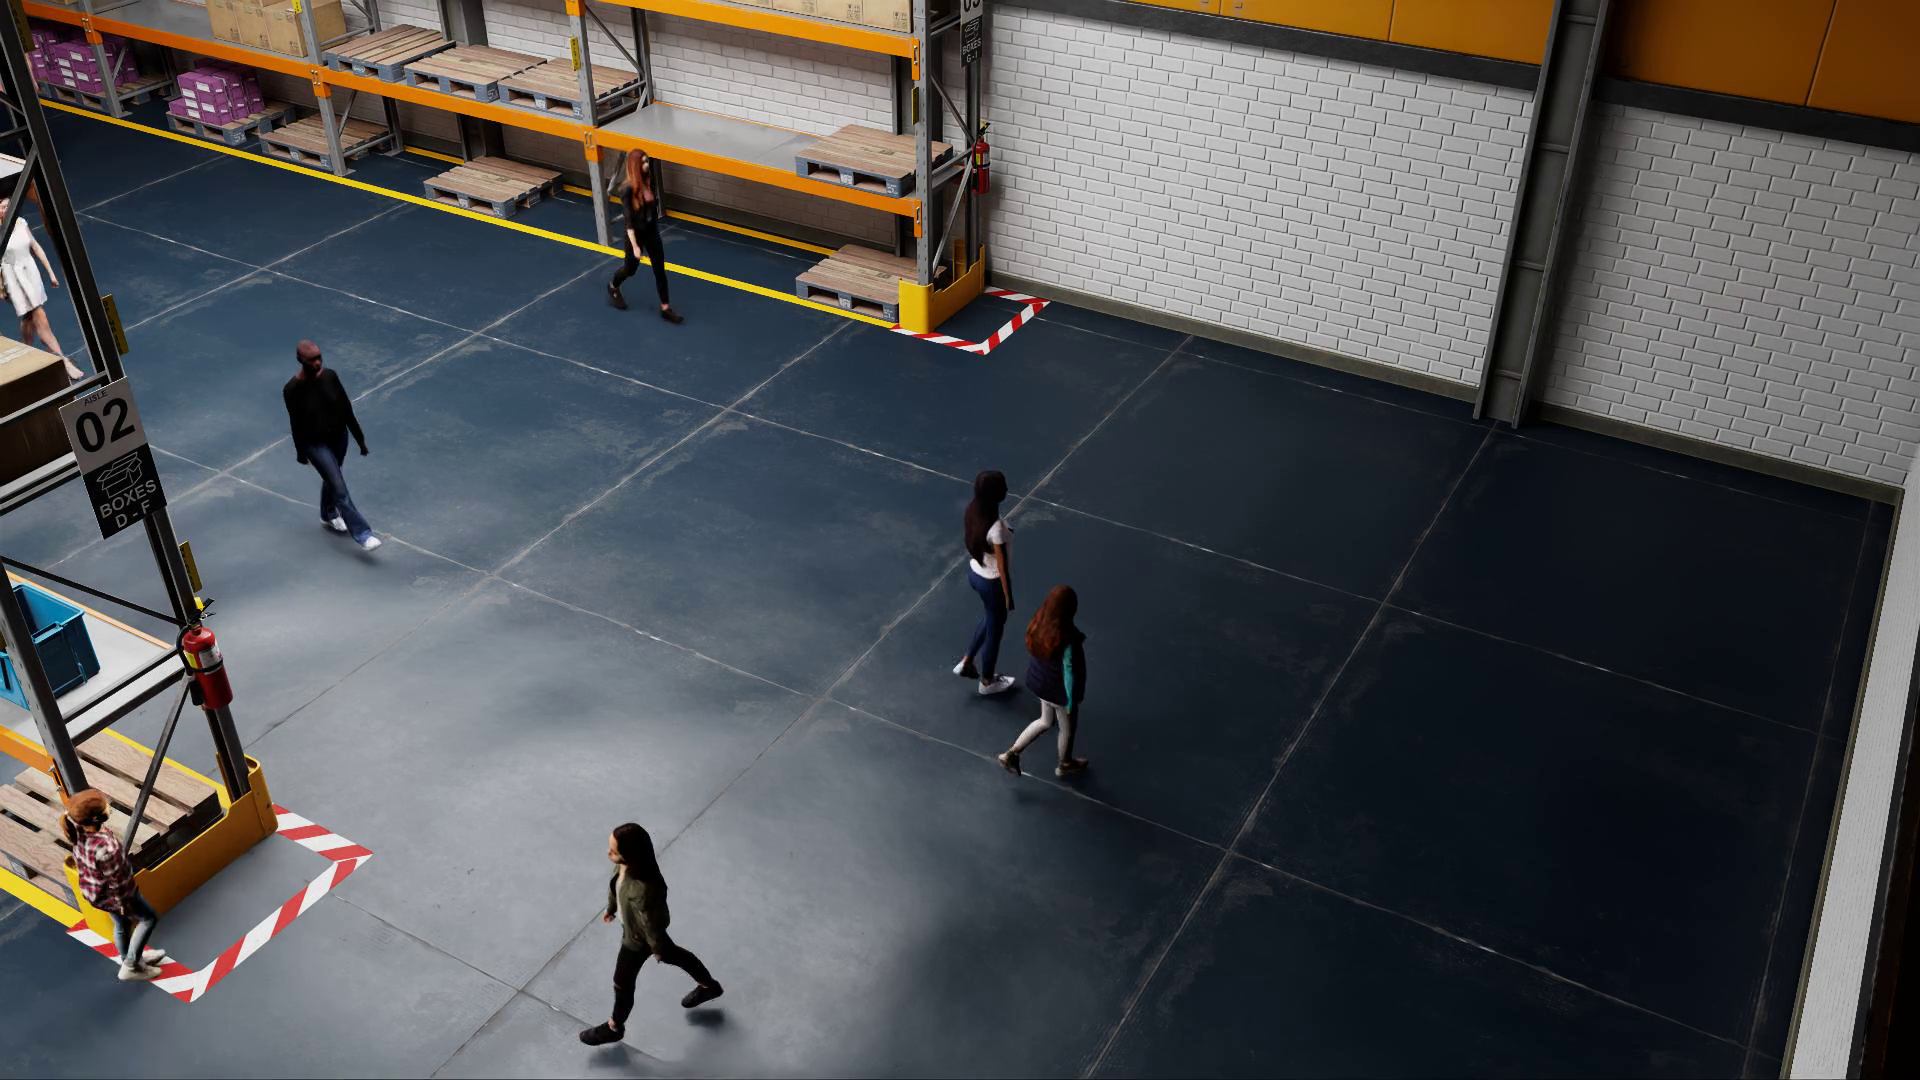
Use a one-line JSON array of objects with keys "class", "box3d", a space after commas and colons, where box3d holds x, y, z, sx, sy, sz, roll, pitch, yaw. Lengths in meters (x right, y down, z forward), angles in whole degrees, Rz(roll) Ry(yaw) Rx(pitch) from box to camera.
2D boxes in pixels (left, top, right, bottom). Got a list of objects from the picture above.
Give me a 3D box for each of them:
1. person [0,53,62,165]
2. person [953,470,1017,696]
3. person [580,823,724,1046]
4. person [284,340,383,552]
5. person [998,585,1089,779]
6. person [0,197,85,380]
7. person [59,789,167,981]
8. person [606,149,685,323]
[{"class": "person", "box3d": [-10.869, -5.219, 19.140, 0.703, 1.958, 0.705, -19, 38, -26]}, {"class": "person", "box3d": [0.116, 0.318, 10.982, 0.829, 1.768, 0.765, -14, 36, -20]}, {"class": "person", "box3d": [-1.589, 2.020, 8.717, 1.053, 1.440, 1.010, -10, 35, -14]}, {"class": "person", "box3d": [-4.877, -0.758, 12.658, 1.147, 1.703, 0.712, 23, 40, 31]}, {"class": "person", "box3d": [0.542, 0.923, 10.330, 0.895, 1.482, 0.889, -14, 36, -21]}, {"class": "person", "box3d": [-8.470, -2.288, 14.930, 1.062, 1.738, 0.706, 14, 36, 19]}, {"class": "person", "box3d": [-4.659, 1.918, 9.000, 0.480, 1.296, 0.608, 23, 40, 31]}, {"class": "person", "box3d": [-3.125, -2.915, 15.924, 1.167, 1.680, 0.700, 23, 40, 30]}]
